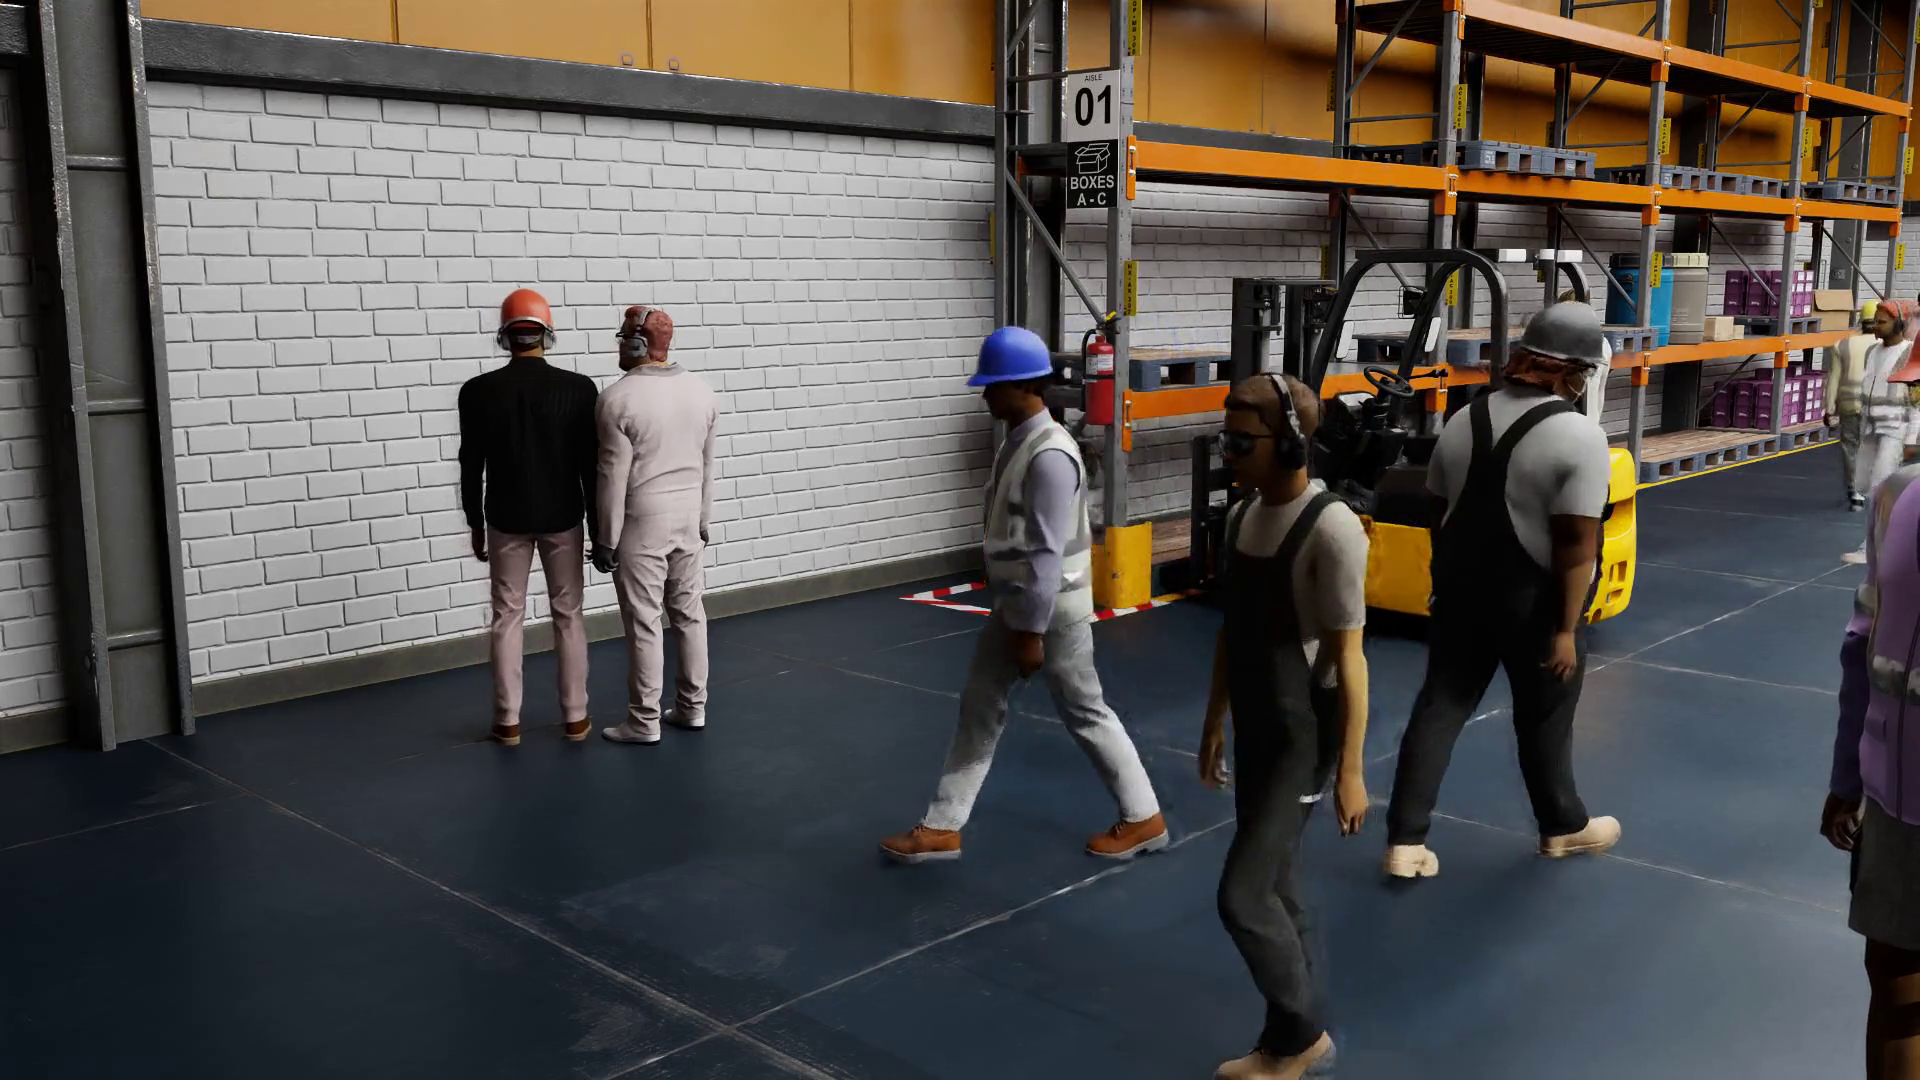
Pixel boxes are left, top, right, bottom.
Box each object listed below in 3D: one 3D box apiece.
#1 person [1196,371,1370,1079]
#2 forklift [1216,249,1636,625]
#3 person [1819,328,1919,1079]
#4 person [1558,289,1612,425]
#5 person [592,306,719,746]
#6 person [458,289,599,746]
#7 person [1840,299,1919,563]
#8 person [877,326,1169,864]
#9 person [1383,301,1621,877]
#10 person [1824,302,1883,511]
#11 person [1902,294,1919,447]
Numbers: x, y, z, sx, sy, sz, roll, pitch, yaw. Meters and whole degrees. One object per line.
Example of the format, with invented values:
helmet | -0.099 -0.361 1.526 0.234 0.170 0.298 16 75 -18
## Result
person | 0.750 0.505 4.060 0.460 1.825 0.552 -3 10 -20
forklift | 2.710 -0.584 9.626 2.313 2.155 1.214 9 13 43
person | 1.978 0.518 3.330 0.373 2.043 0.614 -3 10 -16
person | 4.149 -0.739 11.355 0.630 1.940 0.373 -7 11 -35
person | -1.352 -0.062 7.291 0.407 1.912 0.641 7 12 37
person | -1.857 -0.096 7.272 0.615 1.986 0.409 -2 9 -11
person | 6.581 -0.756 11.698 0.621 1.868 0.579 -1 9 -8
person | 0.271 0.212 5.716 1.025 1.888 0.618 -2 10 -14
person | 1.844 0.145 5.623 1.044 2.000 0.790 -6 11 -32
person | 7.863 -1.165 14.426 0.617 1.780 0.949 6 11 34
person | 11.246 -2.006 19.443 0.429 1.838 0.622 -7 11 -36
